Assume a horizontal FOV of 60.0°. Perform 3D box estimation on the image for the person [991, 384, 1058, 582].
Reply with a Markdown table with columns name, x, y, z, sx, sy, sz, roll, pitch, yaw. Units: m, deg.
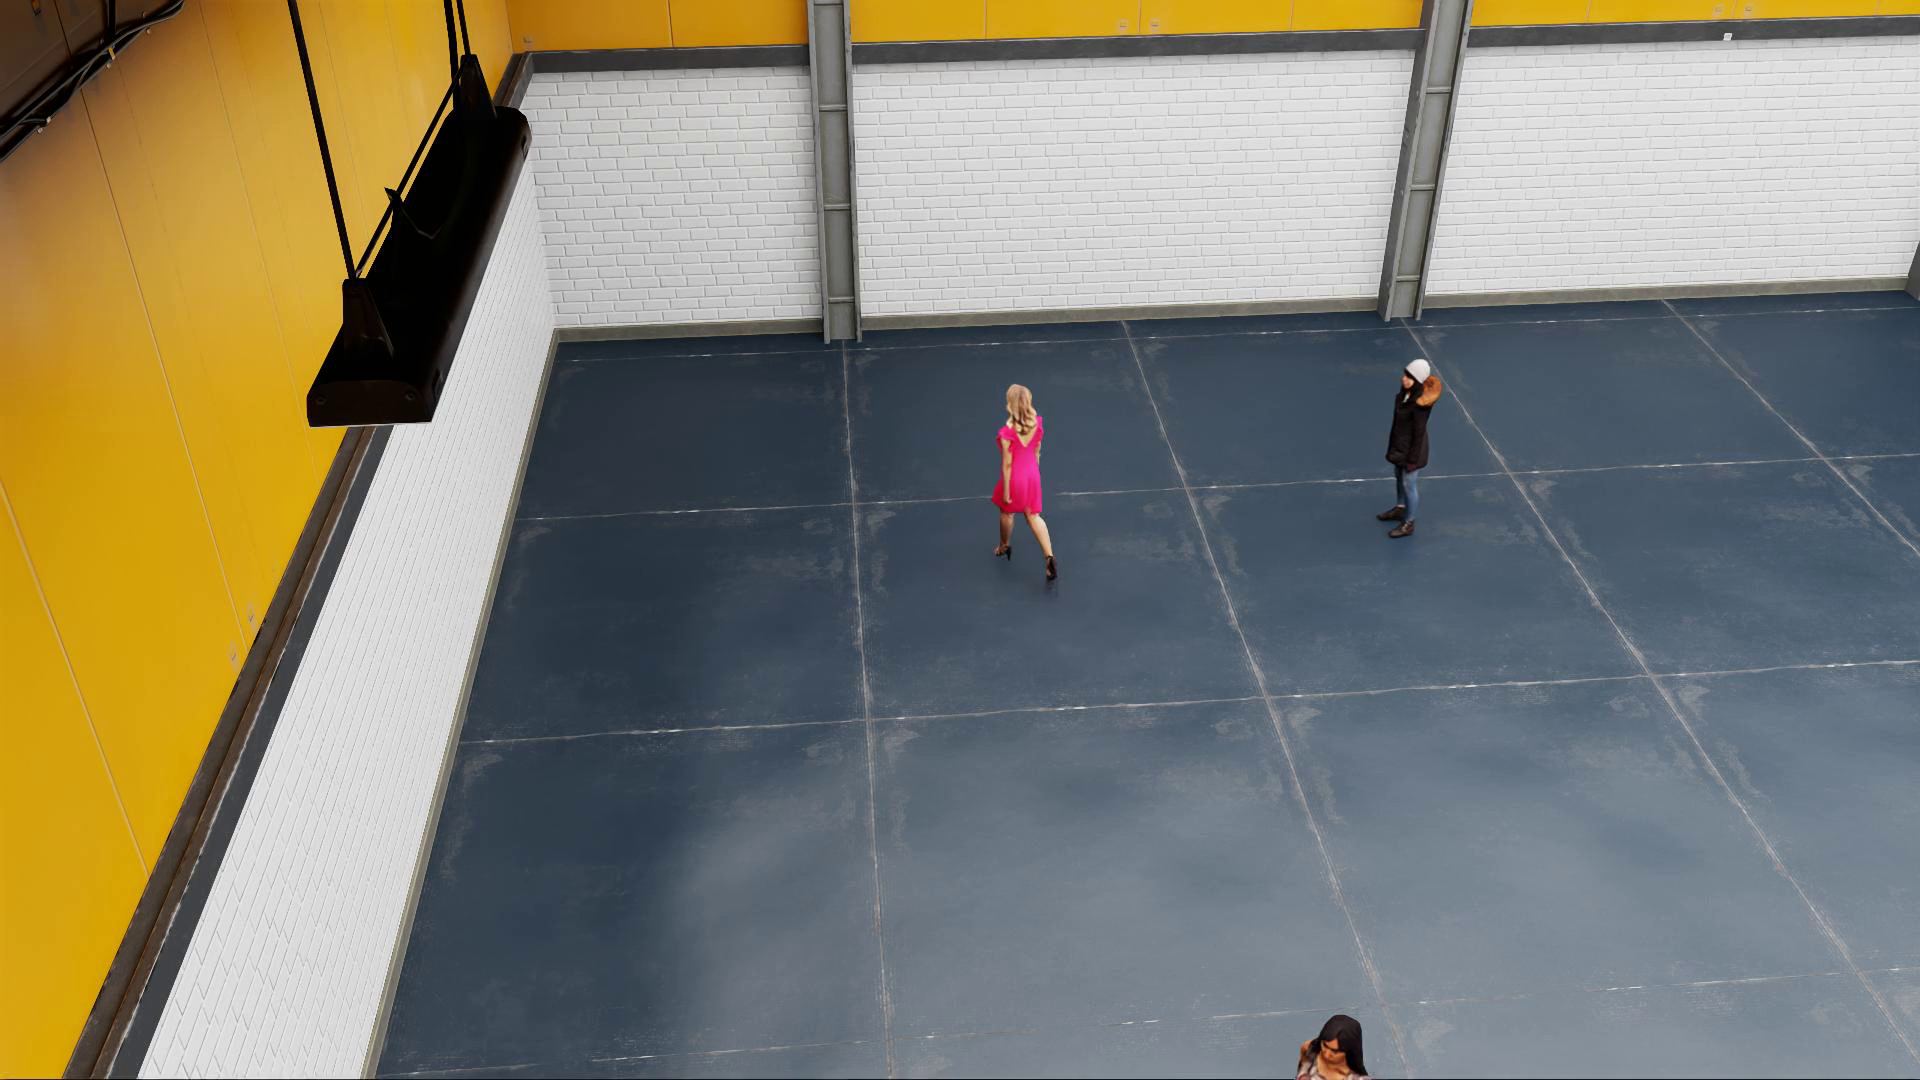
| name | x | y | z | sx | sy | sz | roll | pitch | yaw |
| --- | --- | --- | --- | --- | --- | --- | --- | --- | --- |
| person | 0.549 | -0.428 | 13.411 | 1.046 | 1.697 | 0.959 | -20 | 39 | -27 |

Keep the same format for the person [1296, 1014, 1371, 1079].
| name | x | y | z | sx | sy | sz | roll | pitch | yaw |
| --- | --- | --- | --- | --- | --- | --- | --- | --- | --- |
| person | 1.897 | 2.953 | 8.402 | 1.066 | 1.610 | 1.171 | 28 | 42 | 35 |

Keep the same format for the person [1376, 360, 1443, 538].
| name | x | y | z | sx | sy | sz | roll | pitch | yaw |
| --- | --- | --- | --- | --- | --- | --- | --- | --- | --- |
| person | 3.791 | -0.794 | 14.022 | 0.571 | 1.629 | 0.616 | -4 | 34 | -7 |
